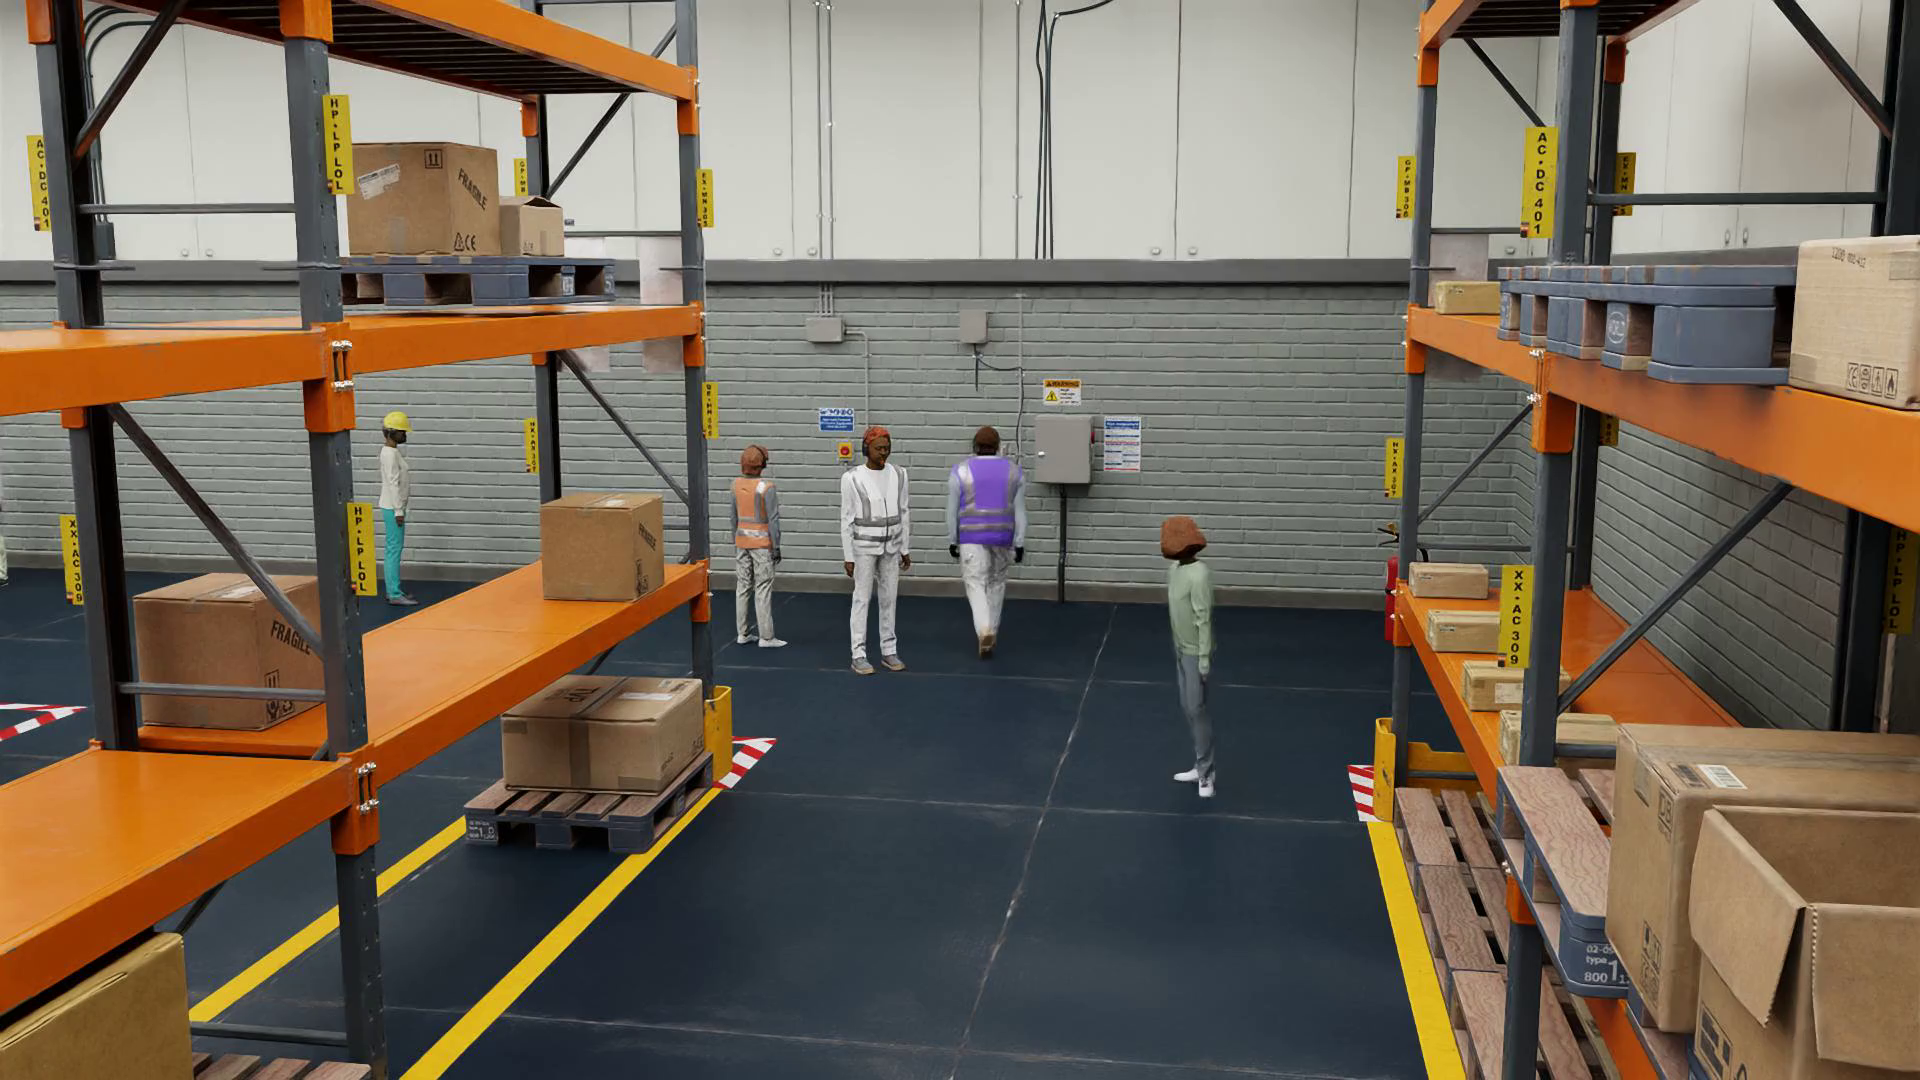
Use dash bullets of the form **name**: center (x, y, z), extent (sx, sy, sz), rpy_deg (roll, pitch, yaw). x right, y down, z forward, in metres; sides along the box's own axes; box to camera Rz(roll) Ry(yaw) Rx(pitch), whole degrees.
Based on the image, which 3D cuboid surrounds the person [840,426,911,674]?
- **person**: center (-0.638, 0.077, 12.548), extent (0.567, 1.878, 0.350), rpy_deg (-6, 11, -34)

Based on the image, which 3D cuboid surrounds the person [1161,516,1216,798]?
- **person**: center (1.343, 0.669, 9.681), extent (0.358, 1.616, 0.572), rpy_deg (-1, 9, -8)

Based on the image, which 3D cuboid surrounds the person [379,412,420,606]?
- **person**: center (-5.112, -0.285, 15.119), extent (0.319, 1.763, 0.522), rpy_deg (-4, 10, -21)

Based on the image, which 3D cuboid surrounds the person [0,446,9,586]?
- **person**: center (-9.420, -0.405, 15.922), extent (0.578, 1.738, 0.354), rpy_deg (3, 10, 18)

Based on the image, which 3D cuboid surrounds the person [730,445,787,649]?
- **person**: center (-1.638, 0.056, 13.376), extent (0.521, 1.643, 0.306), rpy_deg (7, 12, 38)

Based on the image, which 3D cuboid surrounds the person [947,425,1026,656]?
- **person**: center (0.227, -0.001, 13.220), extent (0.617, 1.815, 0.848), rpy_deg (-2, 9, -13)
